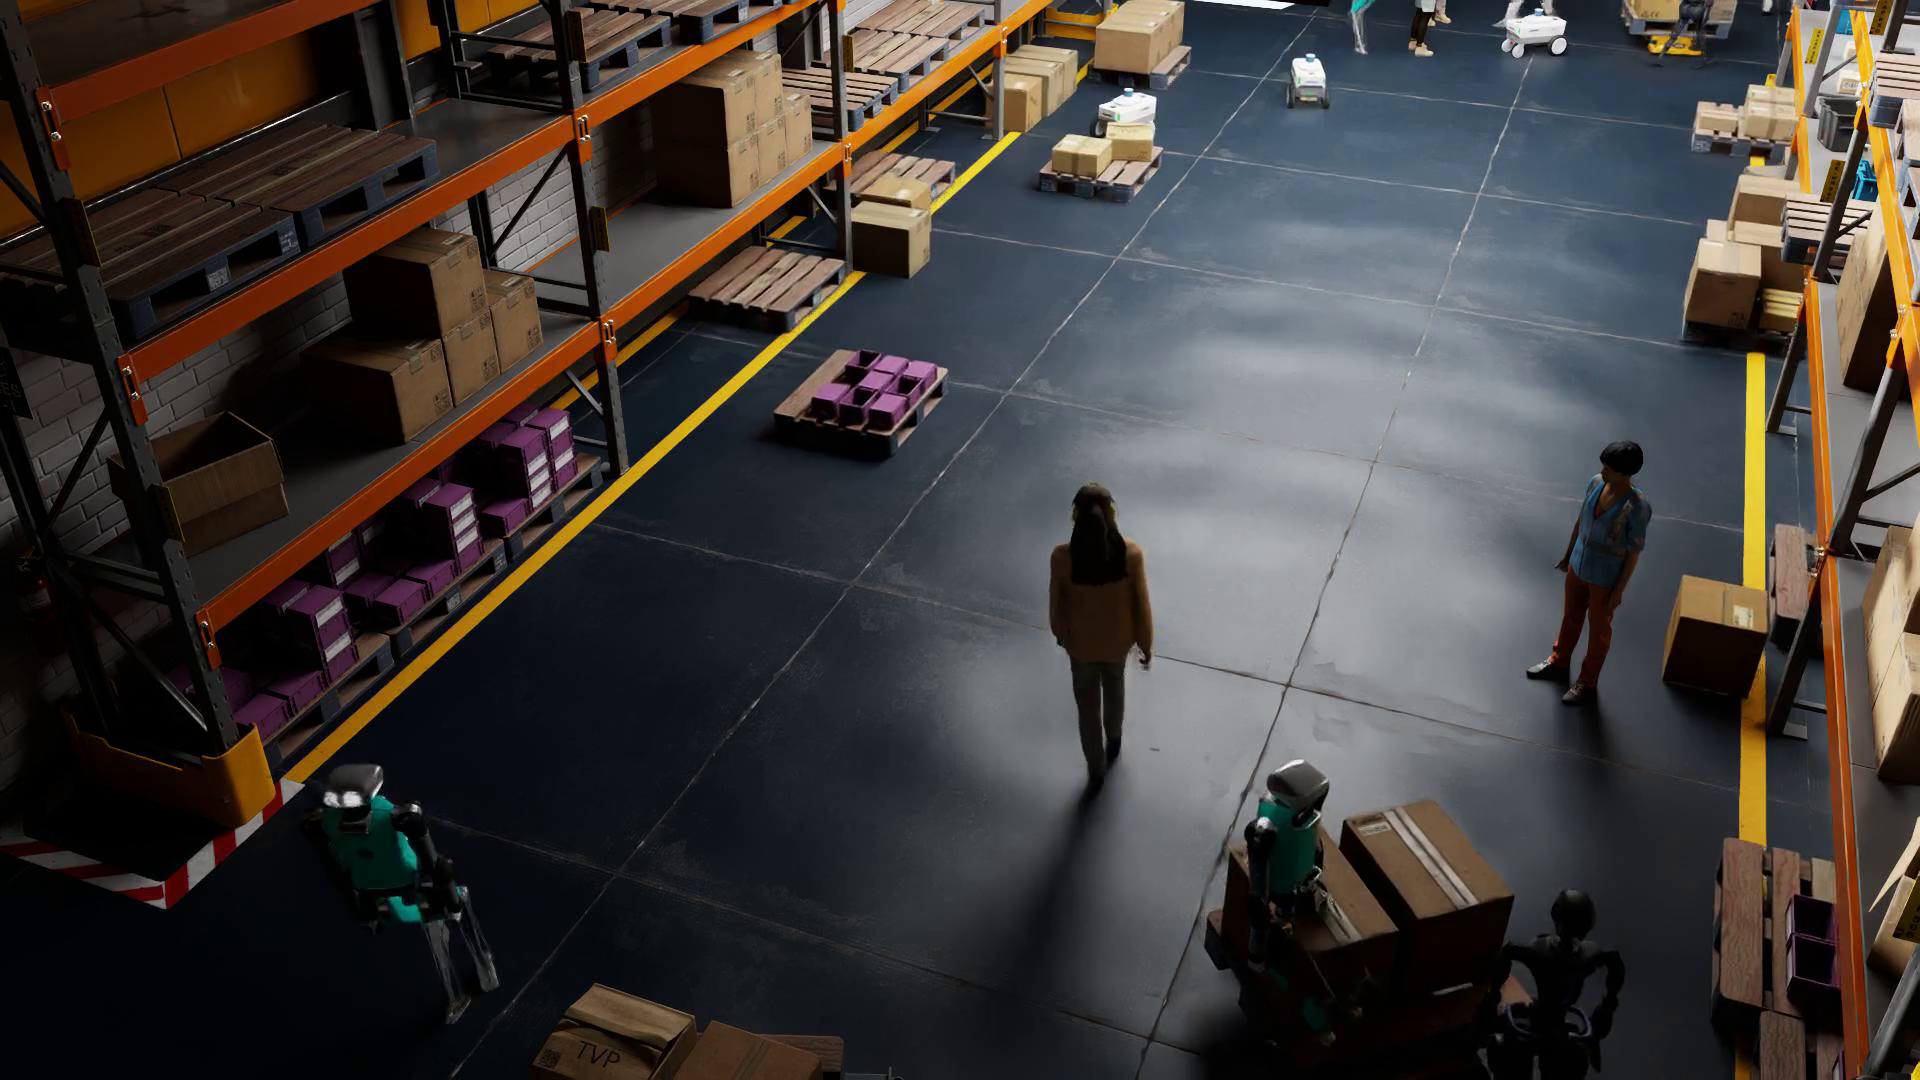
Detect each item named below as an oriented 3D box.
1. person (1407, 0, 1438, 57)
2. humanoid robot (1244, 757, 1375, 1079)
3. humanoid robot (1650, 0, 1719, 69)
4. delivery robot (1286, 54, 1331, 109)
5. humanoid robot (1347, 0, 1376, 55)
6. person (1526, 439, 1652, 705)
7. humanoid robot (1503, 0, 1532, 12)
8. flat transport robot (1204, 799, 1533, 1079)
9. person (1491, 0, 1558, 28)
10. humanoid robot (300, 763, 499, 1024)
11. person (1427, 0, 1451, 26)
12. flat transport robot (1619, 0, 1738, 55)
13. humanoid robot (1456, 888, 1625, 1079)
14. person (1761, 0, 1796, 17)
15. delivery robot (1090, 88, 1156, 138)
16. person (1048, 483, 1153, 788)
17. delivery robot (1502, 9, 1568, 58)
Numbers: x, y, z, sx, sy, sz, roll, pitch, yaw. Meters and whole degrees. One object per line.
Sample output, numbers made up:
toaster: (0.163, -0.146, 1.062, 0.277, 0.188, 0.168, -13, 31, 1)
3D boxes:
person: (5.973, -7.037, 21.174, 0.320, 1.694, 0.534, -3, 33, -4)
humanoid robot: (1.588, 1.798, 7.433, 0.700, 1.772, 0.531, 26, 41, 34)
humanoid robot: (9.175, -6.685, 20.682, 0.806, 1.627, 0.615, -4, 33, -6)
delivery robot: (4.140, -5.453, 19.785, 0.499, 0.614, 0.808, 2, 33, 3)
humanoid robot: (5.212, -7.087, 21.227, 0.799, 1.796, 0.538, 26, 41, 34)
person: (3.795, 0.180, 9.933, 0.321, 1.766, 0.496, -14, 35, -20)
humanoid robot: (7.902, -8.155, 22.923, 0.589, 1.642, 0.415, 16, 36, 23)
flat transport robot: (1.929, 2.256, 8.100, 0.659, 0.231, 1.431, -10, 34, -15)
person: (7.716, -7.788, 22.203, 0.926, 1.852, 0.576, -3, 33, -5)
humanoid robot: (-2.531, 1.559, 7.831, 0.567, 1.749, 0.936, 5, 33, 7)
person: (6.518, -7.826, 22.311, 0.478, 1.777, 0.306, -18, 37, -25)
flat transport robot: (9.365, -6.684, 21.937, 0.659, 0.231, 1.431, 6, 33, 9)
humanoid robot: (2.444, 2.109, 7.040, 0.601, 1.649, 0.336, 2, 33, 3)
person: (11.414, -7.941, 22.614, 0.821, 1.633, 0.516, -10, 34, -16)
delivery robot: (1.858, -4.760, 18.713, 0.511, 0.614, 0.785, 27, 42, 36)
person: (0.772, 0.501, 9.372, 0.583, 1.839, 0.735, -3, 33, -5)
delivery robot: (7.420, -6.546, 21.447, 0.774, 0.581, 0.499, -8, 34, -12)
